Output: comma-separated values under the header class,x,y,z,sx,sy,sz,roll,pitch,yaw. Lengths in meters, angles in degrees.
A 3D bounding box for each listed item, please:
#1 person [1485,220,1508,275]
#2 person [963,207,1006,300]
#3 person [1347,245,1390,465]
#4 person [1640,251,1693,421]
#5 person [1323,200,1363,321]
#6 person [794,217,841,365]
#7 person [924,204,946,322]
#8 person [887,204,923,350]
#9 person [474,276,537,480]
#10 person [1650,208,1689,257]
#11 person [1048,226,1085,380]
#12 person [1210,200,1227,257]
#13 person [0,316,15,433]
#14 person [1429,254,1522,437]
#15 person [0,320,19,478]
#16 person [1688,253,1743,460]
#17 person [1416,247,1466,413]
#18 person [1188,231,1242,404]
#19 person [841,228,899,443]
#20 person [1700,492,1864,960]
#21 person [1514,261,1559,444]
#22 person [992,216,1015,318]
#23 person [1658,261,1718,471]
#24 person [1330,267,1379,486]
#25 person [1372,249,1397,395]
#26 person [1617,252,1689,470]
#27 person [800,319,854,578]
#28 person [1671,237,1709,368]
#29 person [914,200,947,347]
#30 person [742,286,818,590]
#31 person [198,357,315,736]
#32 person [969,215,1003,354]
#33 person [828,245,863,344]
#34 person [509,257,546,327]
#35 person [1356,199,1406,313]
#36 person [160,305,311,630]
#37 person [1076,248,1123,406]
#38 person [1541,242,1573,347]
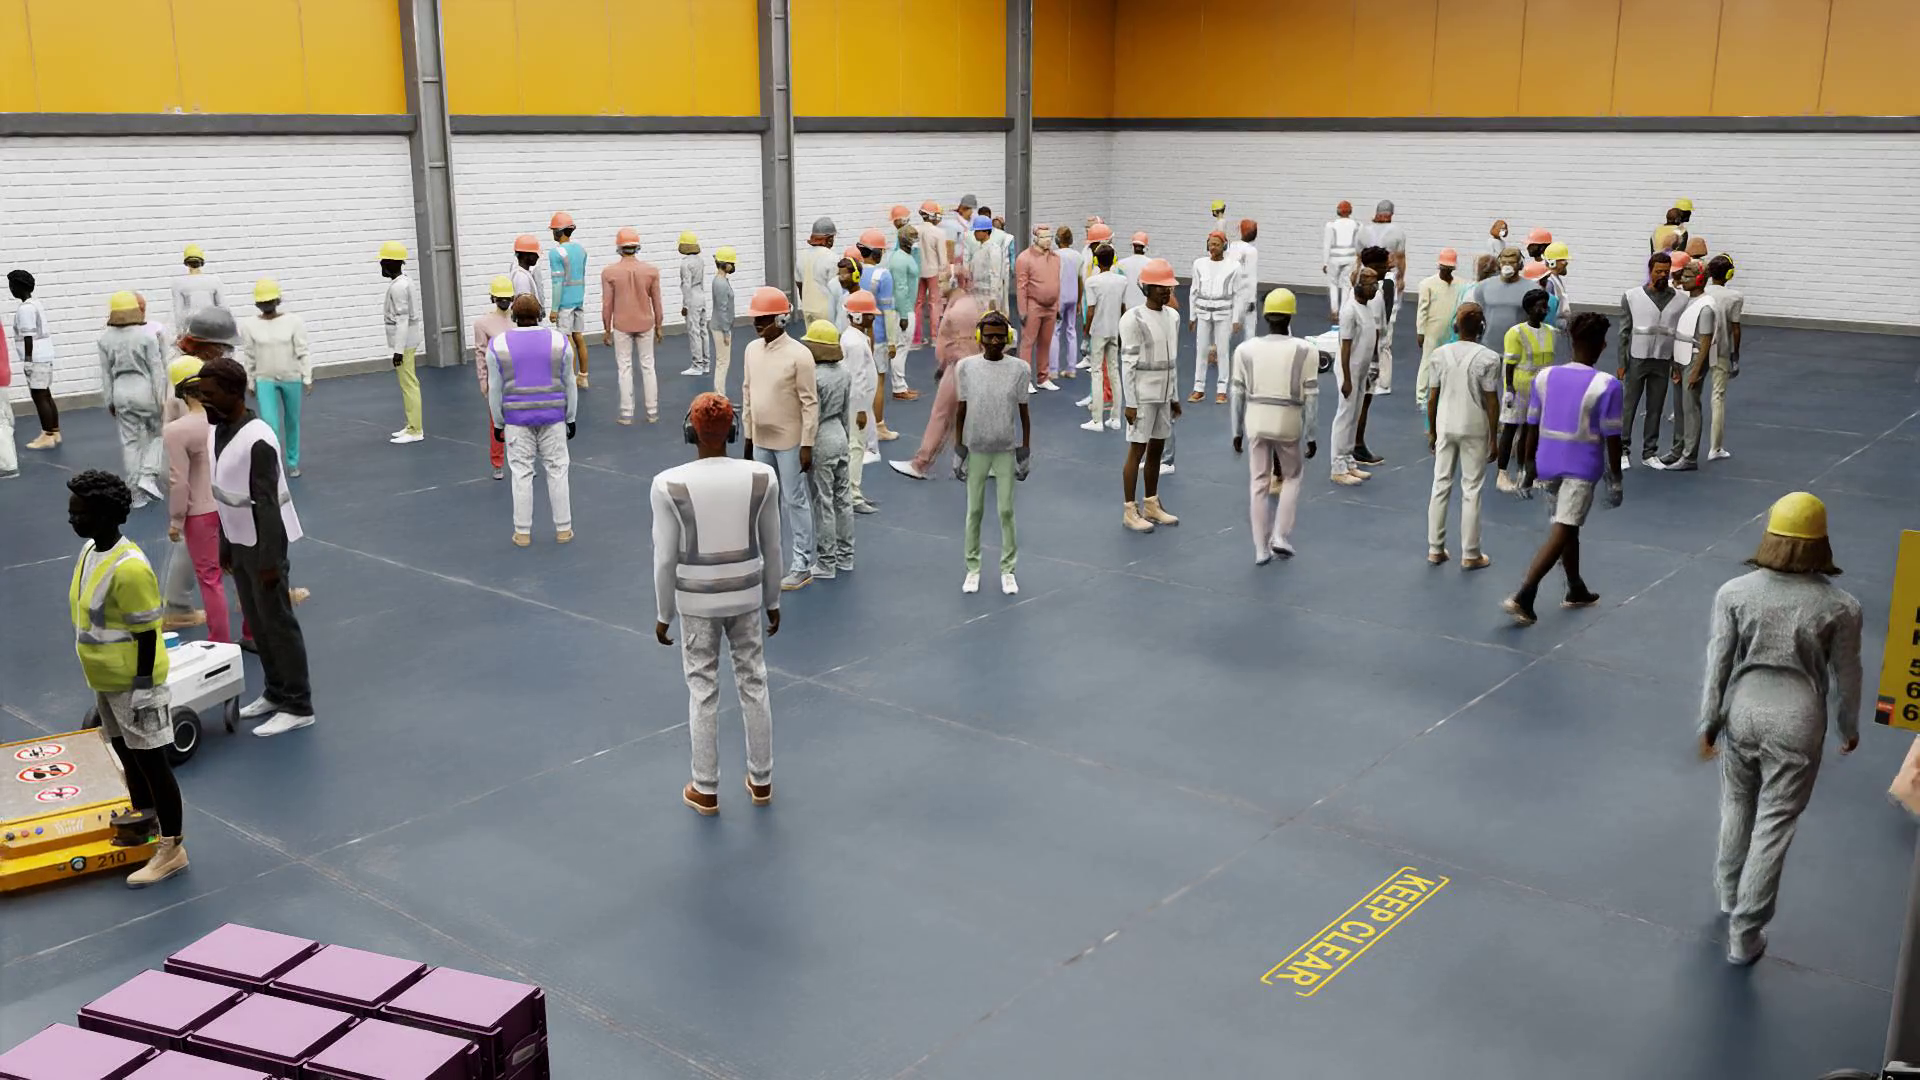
class,x,y,z,sx,sy,sz,roll,pitch,yaw
person,7.926,-3.915,24.645,0.281,1.631,0.506,13,19,41
person,0.331,-3.669,23.147,0.586,1.881,0.869,1,14,6
person,3.647,-1.667,14.987,0.369,1.965,0.608,-1,14,-5
person,7.374,-2.107,17.193,0.337,1.742,0.570,-9,17,-31
person,5.910,-4.290,25.649,0.621,1.868,0.500,2,14,6
person,-1.440,-2.496,18.147,0.535,2.000,0.674,-13,19,-43
person,-0.368,-4.305,25.831,0.403,1.824,0.594,-4,15,-17
person,-0.757,-3.527,22.439,0.509,1.964,0.626,-5,15,-19
person,-3.885,-1.391,14.311,0.518,1.757,0.339,-7,16,-26
person,10.323,-3.911,24.235,0.431,1.835,0.619,-6,15,-22
person,1.239,-2.827,19.902,0.519,1.834,0.354,-7,16,-27
person,4.381,-4.883,28.262,0.328,1.760,0.523,3,14,10
person,-9.585,-1.811,16.253,0.507,1.631,0.316,-2,14,-8
person,5.055,-1.845,16.017,0.957,1.795,0.525,4,15,15
person,-8.419,-1.404,14.404,0.354,1.739,0.573,-7,16,-26
person,6.858,-1.669,15.186,0.519,1.874,0.331,12,18,39
person,5.115,-2.226,17.655,0.573,1.747,0.337,-5,15,-18
person,2.783,-2.434,18.222,0.572,1.883,0.354,6,15,23
person,-0.850,-1.966,16.026,0.613,2.041,0.393,10,17,36
person,3.053,0.665,6.164,0.493,1.716,0.727,12,19,41
person,5.464,-1.779,15.884,0.337,1.743,0.563,11,18,38
person,0.584,-4.129,25.486,0.523,1.638,0.311,2,14,8
person,6.453,-1.532,14.691,0.390,1.846,0.565,1,14,3
person,3.366,-1.397,14.153,0.348,1.846,0.506,9,16,31
person,4.783,-2.463,18.829,0.308,1.640,0.523,1,14,5
person,6.106,-1.580,14.737,0.593,1.920,0.391,0,14,-1
person,-0.918,-0.614,11.227,0.294,1.745,0.493,8,16,29
person,9.155,-2.966,20.844,0.500,1.636,0.280,-9,17,-33
person,-0.433,-3.670,22.935,0.622,1.990,0.388,9,16,31
person,-1.206,-0.664,10.917,0.618,1.993,0.396,11,18,38
person,-3.529,0.029,8.344,0.408,1.908,0.590,-12,19,-40
person,0.312,-2.970,20.253,0.414,1.941,0.607,-6,15,-24
person,-1.129,-2.268,17.820,0.563,1.752,0.328,4,15,14
person,-5.273,-2.837,20.325,0.522,1.640,0.305,8,16,30
person,5.734,-3.605,22.580,0.705,2.000,0.535,10,17,35
person,-4.500,-0.466,10.035,0.877,2.000,0.771,-5,15,-20
person,1.526,-2.360,17.853,0.381,1.916,0.596,-8,16,-29
person,6.097,-2.156,17.227,0.404,1.826,0.590,7,16,25
